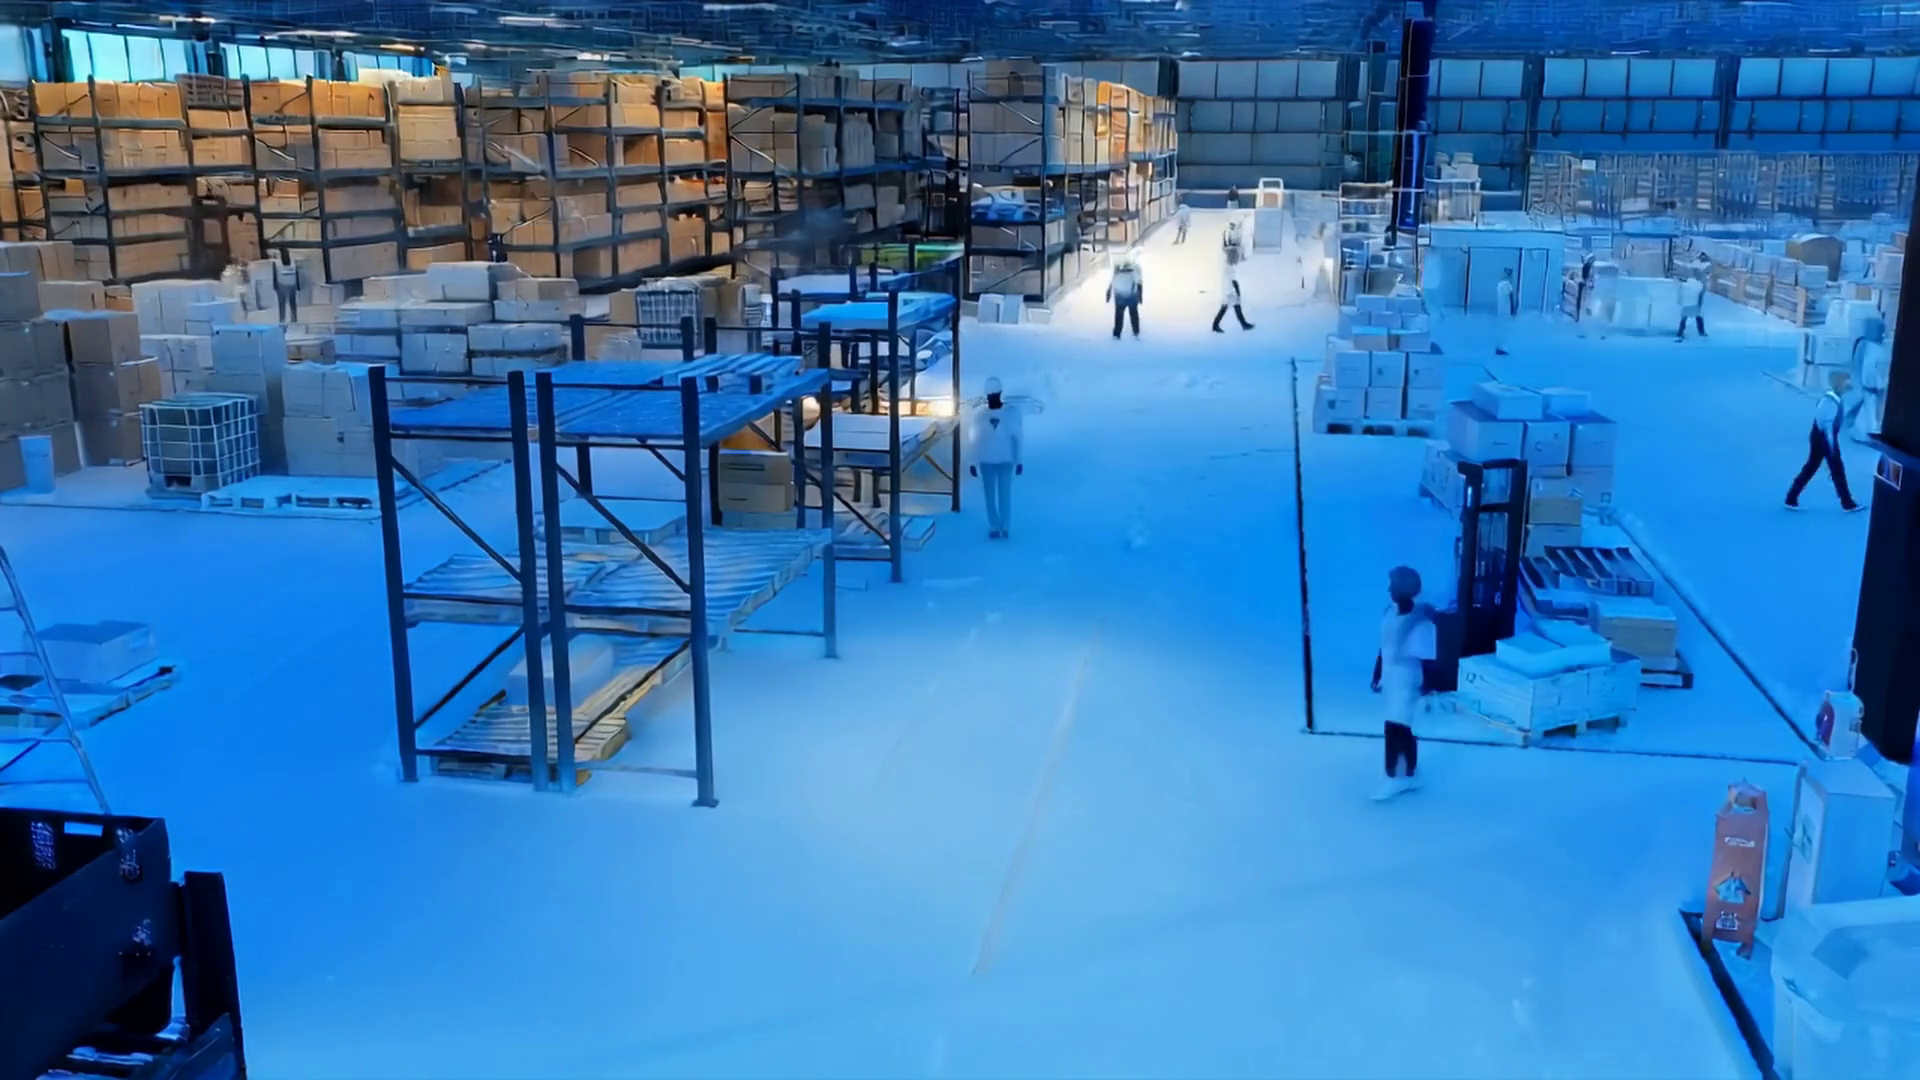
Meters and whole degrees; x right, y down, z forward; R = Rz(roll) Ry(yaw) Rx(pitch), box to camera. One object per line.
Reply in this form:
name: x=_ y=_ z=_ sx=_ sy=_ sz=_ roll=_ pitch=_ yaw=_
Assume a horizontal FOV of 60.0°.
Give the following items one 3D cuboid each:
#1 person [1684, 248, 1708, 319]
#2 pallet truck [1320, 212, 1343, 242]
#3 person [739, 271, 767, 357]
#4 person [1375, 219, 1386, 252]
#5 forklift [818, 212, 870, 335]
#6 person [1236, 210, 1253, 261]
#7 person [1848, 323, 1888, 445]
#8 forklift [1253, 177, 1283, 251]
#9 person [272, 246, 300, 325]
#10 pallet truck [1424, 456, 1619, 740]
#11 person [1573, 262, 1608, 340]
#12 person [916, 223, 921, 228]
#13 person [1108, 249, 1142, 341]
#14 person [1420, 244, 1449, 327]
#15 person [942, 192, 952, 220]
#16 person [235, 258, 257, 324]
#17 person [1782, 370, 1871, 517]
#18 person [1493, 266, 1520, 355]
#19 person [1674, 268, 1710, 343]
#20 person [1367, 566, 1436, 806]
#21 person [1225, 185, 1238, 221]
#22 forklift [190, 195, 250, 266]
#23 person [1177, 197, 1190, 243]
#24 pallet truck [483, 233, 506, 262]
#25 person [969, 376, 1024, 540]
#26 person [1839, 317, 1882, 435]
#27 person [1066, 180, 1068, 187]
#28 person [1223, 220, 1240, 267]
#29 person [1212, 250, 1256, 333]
person: x=18.306 y=-6.386 z=41.435 sx=0.544 sy=1.751 sz=0.485 roll=5 pitch=15 yaw=18
pallet truck: x=15.874 y=-13.227 z=70.310 sx=0.680 sy=1.201 sz=1.601 roll=10 pitch=17 yaw=35
person: x=-4.194 y=-4.538 z=33.779 sx=0.583 sy=1.827 sz=0.990 roll=-1 pitch=14 yaw=-3
person: x=14.505 y=-10.238 z=57.338 sx=0.285 sy=1.632 sz=0.499 roll=-7 pitch=16 yaw=-28
forklift: x=-2.657 y=-5.926 z=37.262 sx=1.129 sy=2.768 sz=1.873 roll=3 pitch=14 yaw=10
person: x=10.259 y=-10.996 z=60.037 sx=0.597 sy=1.816 sz=0.421 roll=1 pitch=14 yaw=4
person: x=13.598 y=-2.289 z=24.640 sx=0.510 sy=1.843 sz=0.519 roll=-4 pitch=14 yaw=-16
forklift: x=12.083 y=-12.747 z=64.956 sx=1.129 sy=2.768 sz=1.873 roll=3 pitch=14 yaw=10
person: x=-16.255 y=-6.147 z=40.166 sx=0.601 sy=1.910 sz=0.390 roll=-10 pitch=17 yaw=-34
pallet truck: x=4.504 y=0.400 z=13.395 sx=0.823 sy=1.965 sz=1.885 roll=-6 pitch=15 yaw=-23
person: x=14.223 y=-5.361 z=37.329 sx=0.888 sy=1.716 sz=0.546 roll=12 pitch=18 yaw=39
person: x=-1.572 y=-11.381 z=62.016 sx=0.714 sy=1.604 sz=0.534 roll=-11 pitch=18 yaw=-38
person: x=3.672 y=-5.448 z=37.051 sx=0.714 sy=2.000 sz=0.535 roll=5 pitch=15 yaw=19
person: x=11.284 y=-6.060 z=39.693 sx=0.626 sy=1.970 sz=0.858 roll=-10 pitch=17 yaw=-36
person: x=-0.680 y=-17.465 z=86.064 sx=0.561 sy=1.927 sz=0.446 roll=0 pitch=14 yaw=1
person: x=-17.169 y=-5.959 z=39.974 sx=0.363 sy=1.621 sz=0.536 roll=6 pitch=15 yaw=24
person: x=10.561 y=-1.161 z=20.160 sx=0.979 sy=1.787 sz=0.528 roll=11 pitch=17 yaw=37
person: x=11.454 y=-4.782 z=34.740 sx=0.580 sy=1.847 sz=0.518 roll=-2 pitch=14 yaw=-8
person: x=16.222 y=-5.175 z=36.756 sx=0.903 sy=1.634 sz=0.563 roll=-5 pitch=15 yaw=-21
person: x=3.003 y=1.009 z=11.565 sx=0.603 sy=1.675 sz=0.562 roll=-4 pitch=14 yaw=-15
person: x=14.069 y=-17.434 z=86.079 sx=0.614 sy=1.885 sz=1.021 roll=-12 pitch=18 yaw=-41
forklift: x=-21.054 y=-8.310 z=46.942 sx=1.129 sy=2.768 sz=1.873 roll=3 pitch=14 yaw=10
person: x=9.374 y=-13.431 z=69.778 sx=0.545 sy=1.898 sz=0.978 roll=2 pitch=14 yaw=9
pallet truck: x=-11.832 y=-7.026 z=43.548 sx=1.885 sy=1.965 sz=0.823 roll=8 pitch=16 yaw=28
person: x=0.403 y=-0.923 z=18.939 sx=0.625 sy=1.906 sz=0.510 roll=2 pitch=14 yaw=9
person: x=13.789 y=-2.503 z=25.444 sx=0.911 sy=1.861 sz=0.645 roll=10 pitch=17 yaw=35
person: x=5.784 y=-19.193 z=92.997 sx=0.837 sy=1.961 sz=0.643 roll=-6 pitch=15 yaw=-23
person: x=9.064 y=-9.828 z=55.568 sx=0.548 sy=1.679 sz=0.383 roll=1 pitch=14 yaw=3
person: x=6.351 y=-5.760 z=38.591 sx=1.042 sy=1.904 sz=0.625 roll=1 pitch=14 yaw=6
